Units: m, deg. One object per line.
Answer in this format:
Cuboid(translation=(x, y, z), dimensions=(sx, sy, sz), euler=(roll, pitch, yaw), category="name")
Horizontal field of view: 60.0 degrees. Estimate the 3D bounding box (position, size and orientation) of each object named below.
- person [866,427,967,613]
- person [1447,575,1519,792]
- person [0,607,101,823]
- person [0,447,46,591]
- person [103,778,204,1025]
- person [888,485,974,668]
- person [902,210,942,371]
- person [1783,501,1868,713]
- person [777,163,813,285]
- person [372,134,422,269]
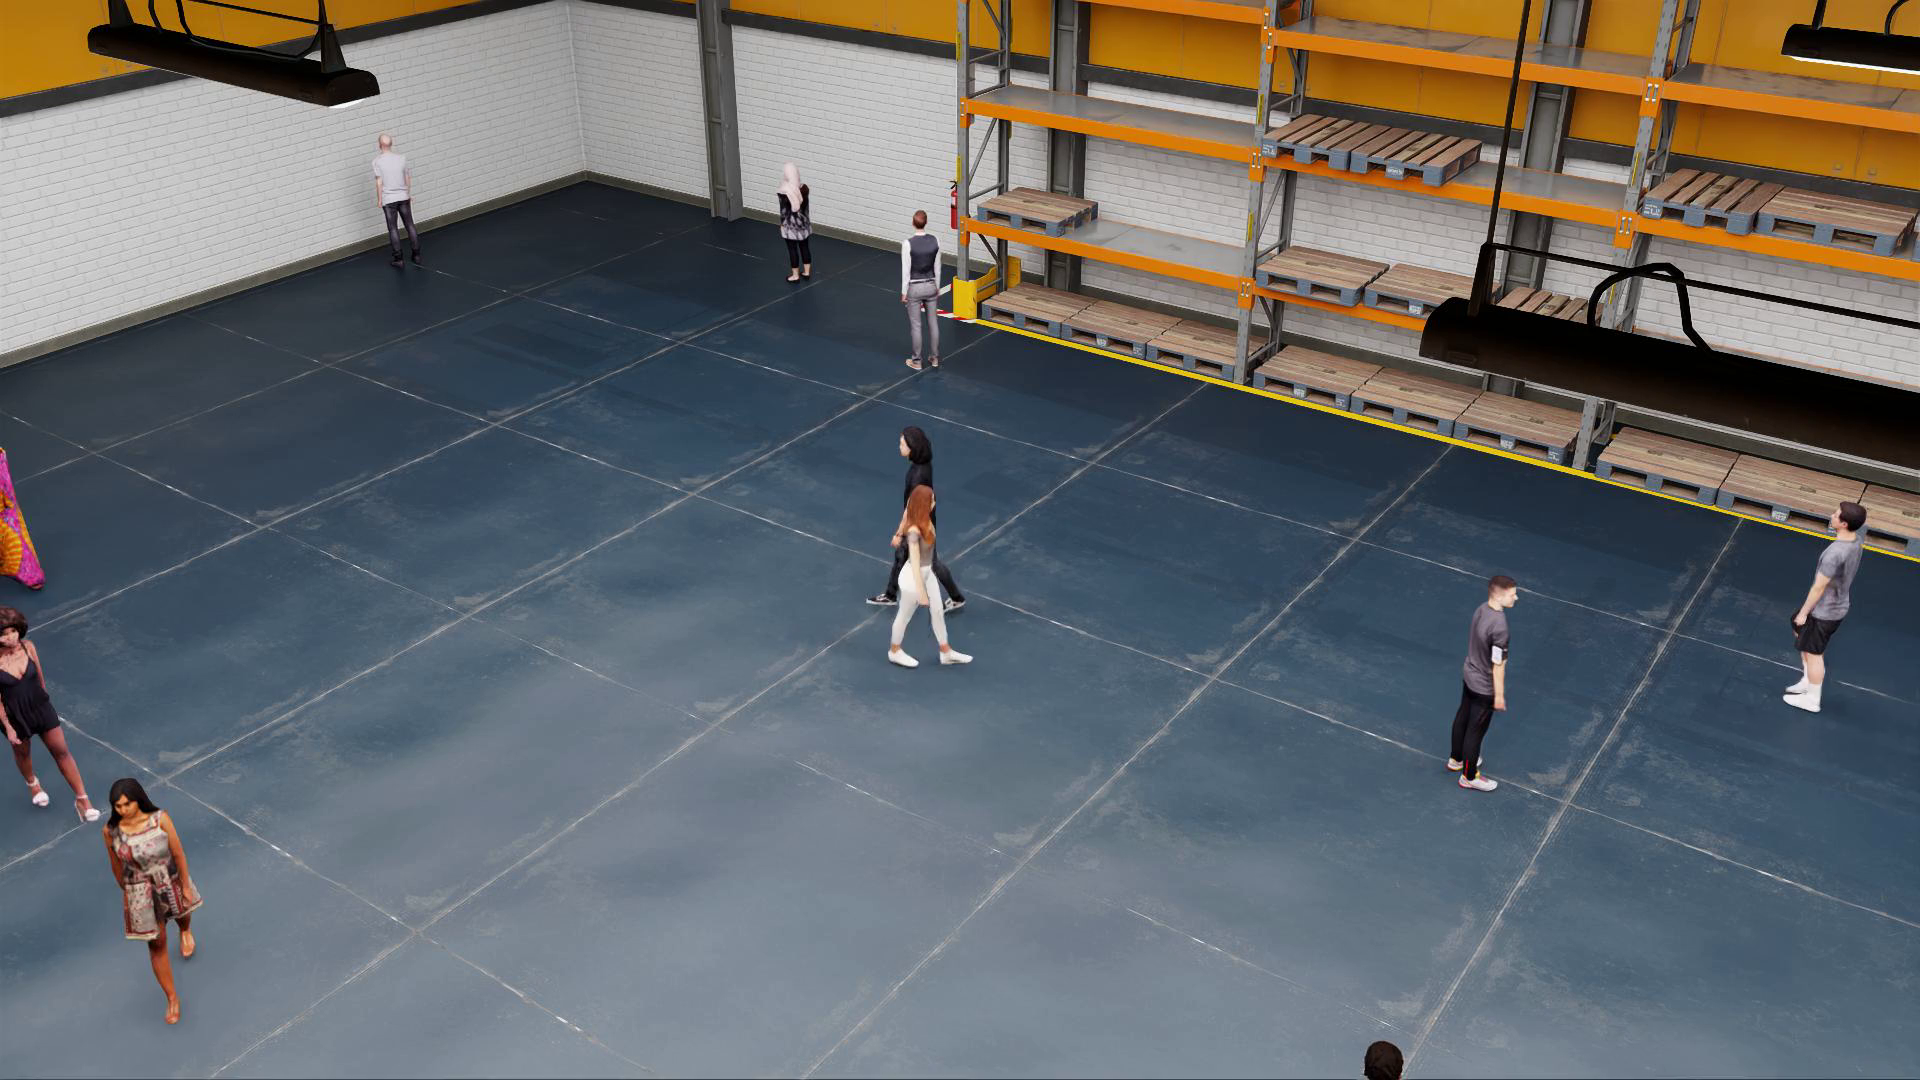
Cuboid(translation=(-0.266, -0.137, 14.673), dimensions=(1.187, 1.792, 1.076), euler=(-3, 29, -5), category="person")
Cuboid(translation=(3.931, 1.053, 12.522), dimensions=(0.755, 1.762, 0.727), euler=(-1, 29, -1), category="person")
Cuboid(translation=(-6.864, 1.266, 12.143), dimensions=(1.086, 1.751, 0.638), euler=(23, 36, 36), category="person")
Cuboid(translation=(-8.870, -0.333, 15.184), dimensions=(1.132, 1.646, 0.673), euler=(22, 35, 34), category="person")
Cuboid(translation=(-5.127, 2.162, 10.657), dimensions=(0.976, 1.602, 1.188), euler=(-12, 31, -21), category="person")
Cuboid(translation=(-0.446, 0.321, 13.936), dimensions=(1.050, 1.693, 0.841), euler=(8, 30, 14), category="person")
Cuboid(translation=(-0.450, -2.977, 19.728), dimensions=(0.749, 1.937, 0.765), euler=(-10, 30, -18), category="person")
Cuboid(translation=(7.029, 0.576, 13.295), dimensions=(0.755, 1.860, 0.757), euler=(-24, 36, -36), category="person")
Cuboid(translation=(-2.212, -4.276, 22.425), dimensions=(0.701, 1.634, 0.702), euler=(-21, 35, -33), category="person")
Cuboid(translation=(-7.816, -4.704, 23.005), dimensions=(0.707, 1.830, 0.634), euler=(-25, 37, -38), category="person")
